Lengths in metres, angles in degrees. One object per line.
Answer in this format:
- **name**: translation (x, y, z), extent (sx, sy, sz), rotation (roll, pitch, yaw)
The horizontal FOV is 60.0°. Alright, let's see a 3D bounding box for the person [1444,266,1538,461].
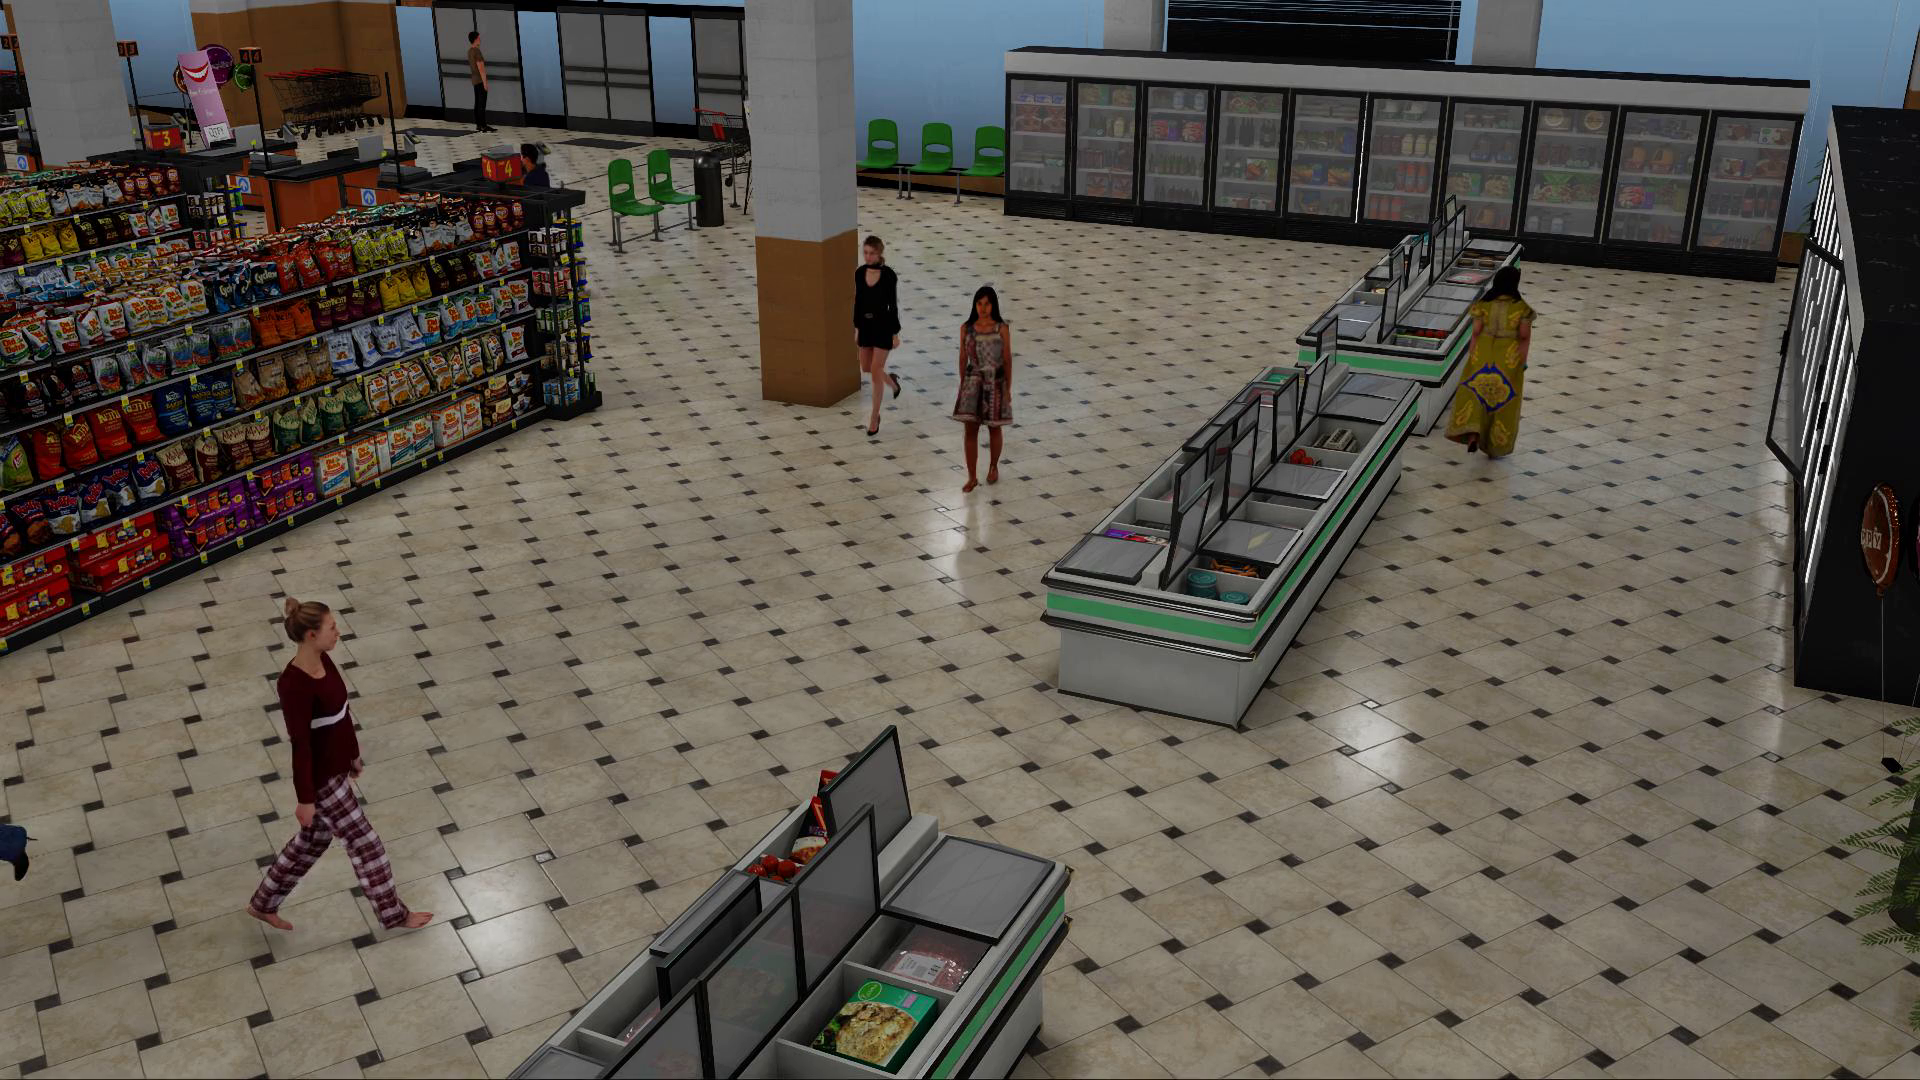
- **person**: translation (4.428, -1.435, 13.785), extent (0.768, 1.648, 0.948), rotation (9, 24, 21)

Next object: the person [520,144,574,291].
- **person**: translation (-4.755, -3.649, 19.130), extent (0.871, 1.771, 0.988), rotation (3, 22, 8)

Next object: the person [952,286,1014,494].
- **person**: translation (0.232, -1.236, 13.328), extent (0.749, 1.621, 0.903), rotation (3, 22, 8)

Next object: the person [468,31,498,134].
- **person**: translation (-9.143, -8.706, 31.609), extent (0.753, 1.852, 0.750), rotation (-14, 26, -32)

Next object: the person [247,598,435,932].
- **person**: translation (-2.967, 1.073, 7.527), extent (1.058, 1.661, 1.106), rotation (-2, 22, -5)

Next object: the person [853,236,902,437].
- **person**: translation (-0.691, -1.813, 14.599), extent (0.590, 1.743, 0.906), rotation (10, 24, 23)
